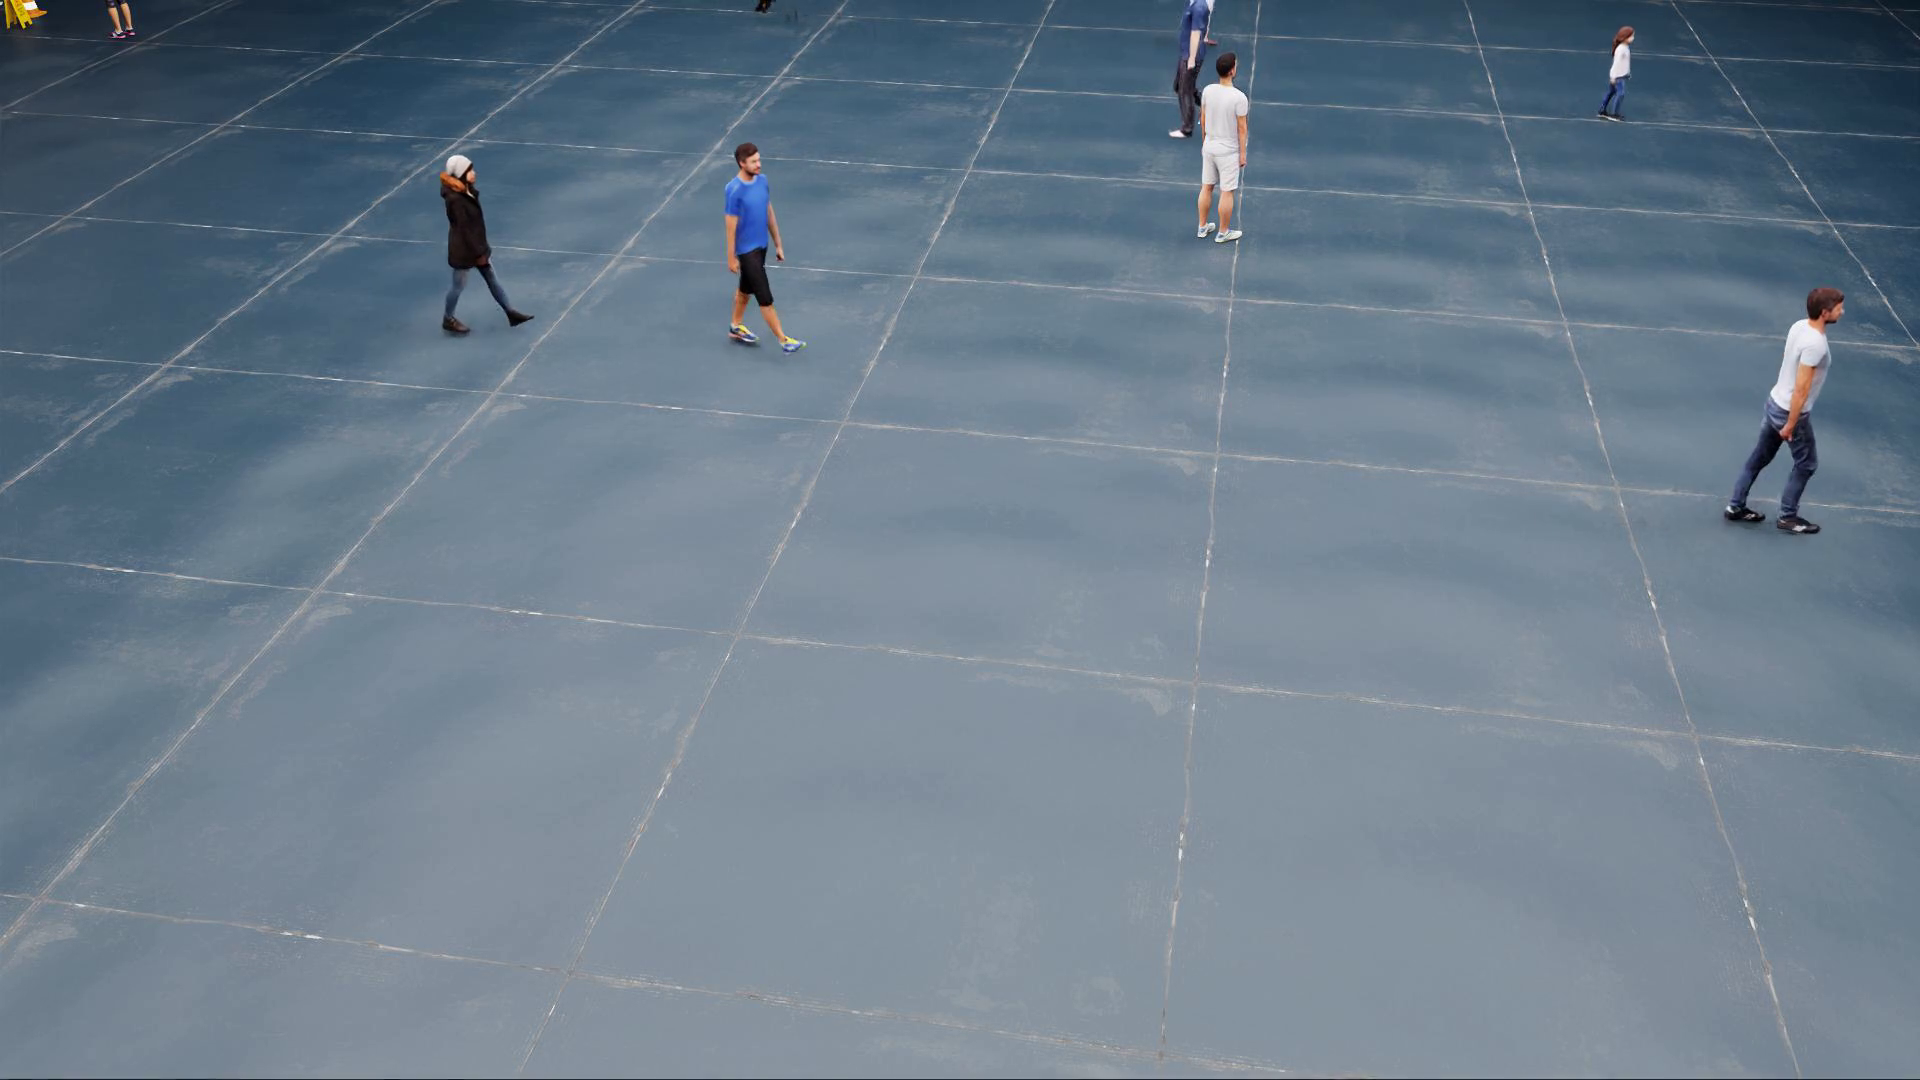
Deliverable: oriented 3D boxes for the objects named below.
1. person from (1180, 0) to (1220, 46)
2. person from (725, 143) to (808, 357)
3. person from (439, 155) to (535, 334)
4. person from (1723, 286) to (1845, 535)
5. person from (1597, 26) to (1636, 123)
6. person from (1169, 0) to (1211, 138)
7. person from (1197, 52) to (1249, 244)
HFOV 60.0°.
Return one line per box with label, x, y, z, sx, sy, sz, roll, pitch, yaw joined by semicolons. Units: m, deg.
person;3.216;-7.381;22.143;0.801;1.598;0.676;10;34;16
person;-1.850;-2.485;14.171;1.250;1.823;0.945;19;37;27
person;-4.351;-2.525;14.451;1.049;1.592;0.692;3;32;5
person;5.717;-0.909;11.650;0.854;1.848;0.683;2;32;3
person;7.734;-5.529;19.678;0.631;1.096;0.542;16;36;24
person;2.726;-5.514;18.942;0.870;1.856;0.777;-3;32;-4
person;2.560;-3.843;16.292;0.713;1.856;0.827;26;41;35
